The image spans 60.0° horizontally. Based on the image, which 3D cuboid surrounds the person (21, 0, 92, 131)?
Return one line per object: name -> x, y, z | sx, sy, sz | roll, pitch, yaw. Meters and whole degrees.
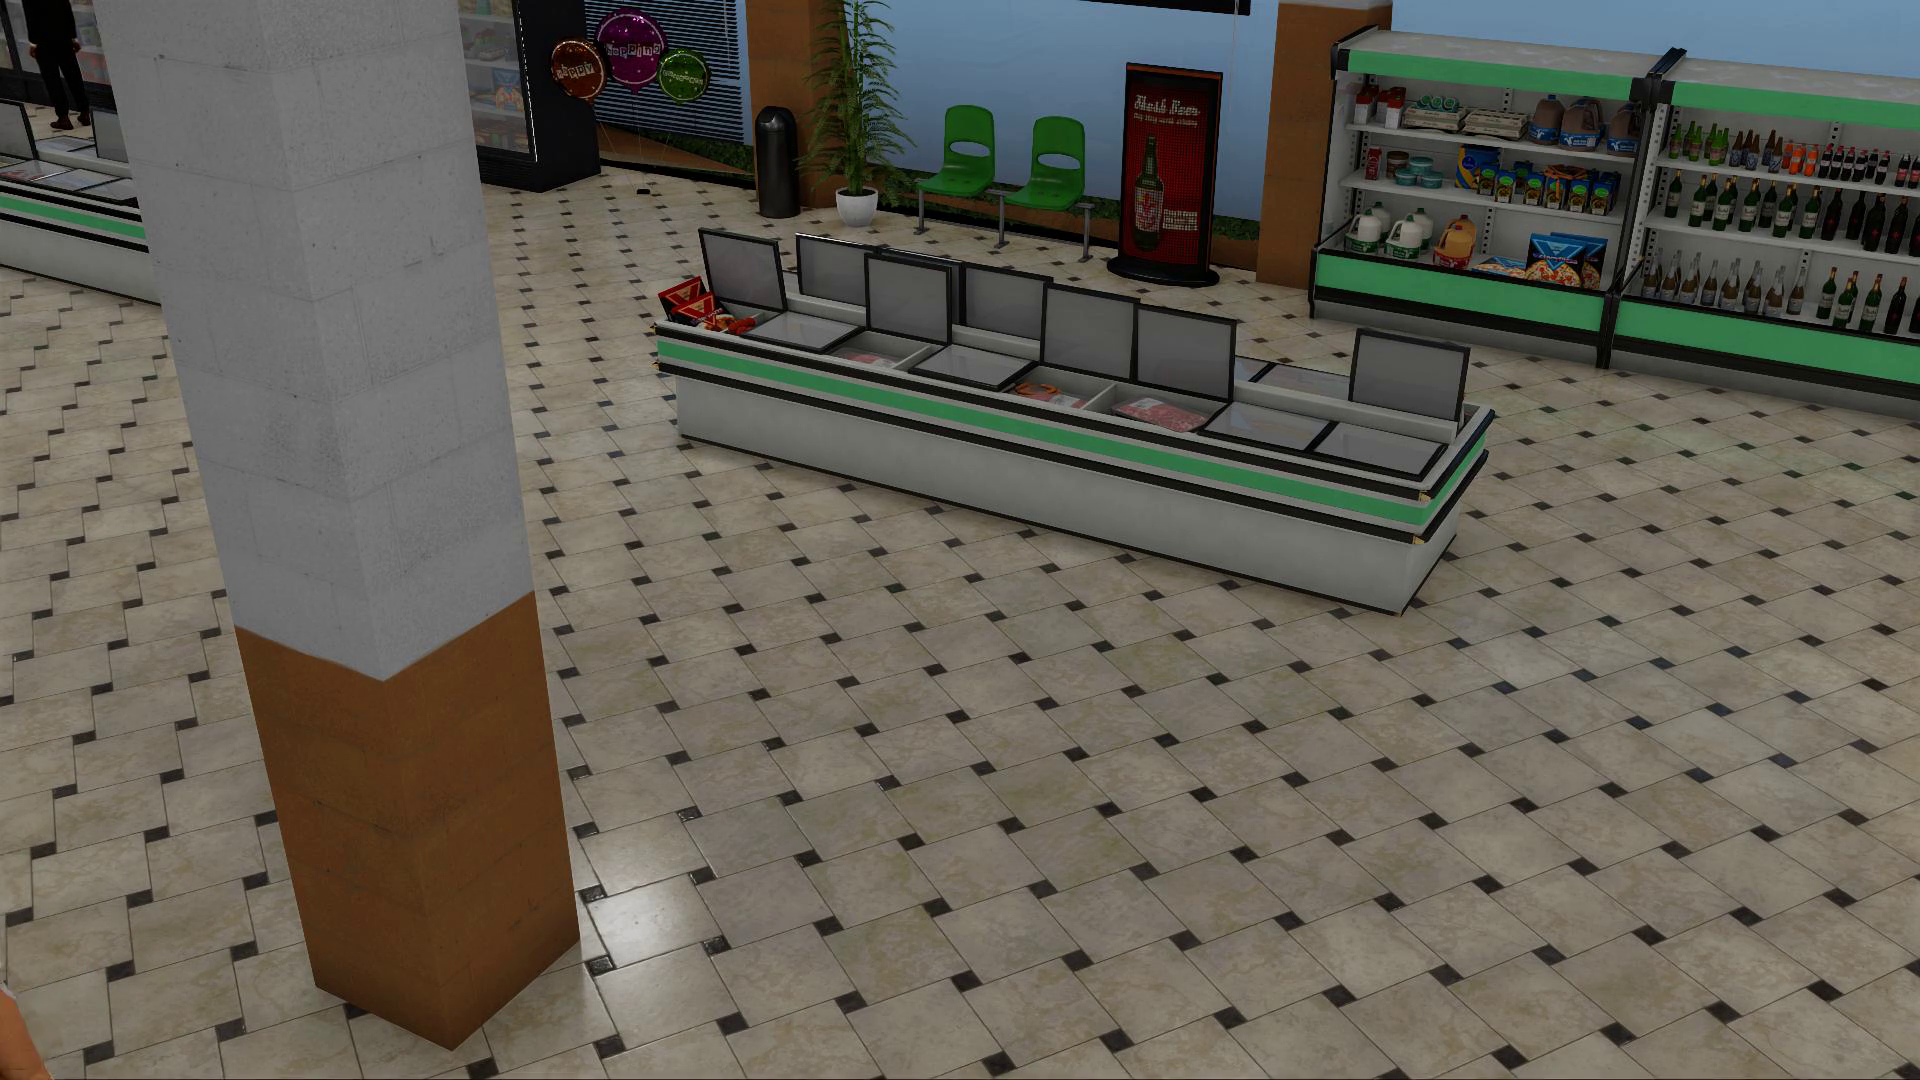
person -> -10.017, -5.523, 18.348 | 0.635, 1.904, 0.734 | 19, 32, 32
